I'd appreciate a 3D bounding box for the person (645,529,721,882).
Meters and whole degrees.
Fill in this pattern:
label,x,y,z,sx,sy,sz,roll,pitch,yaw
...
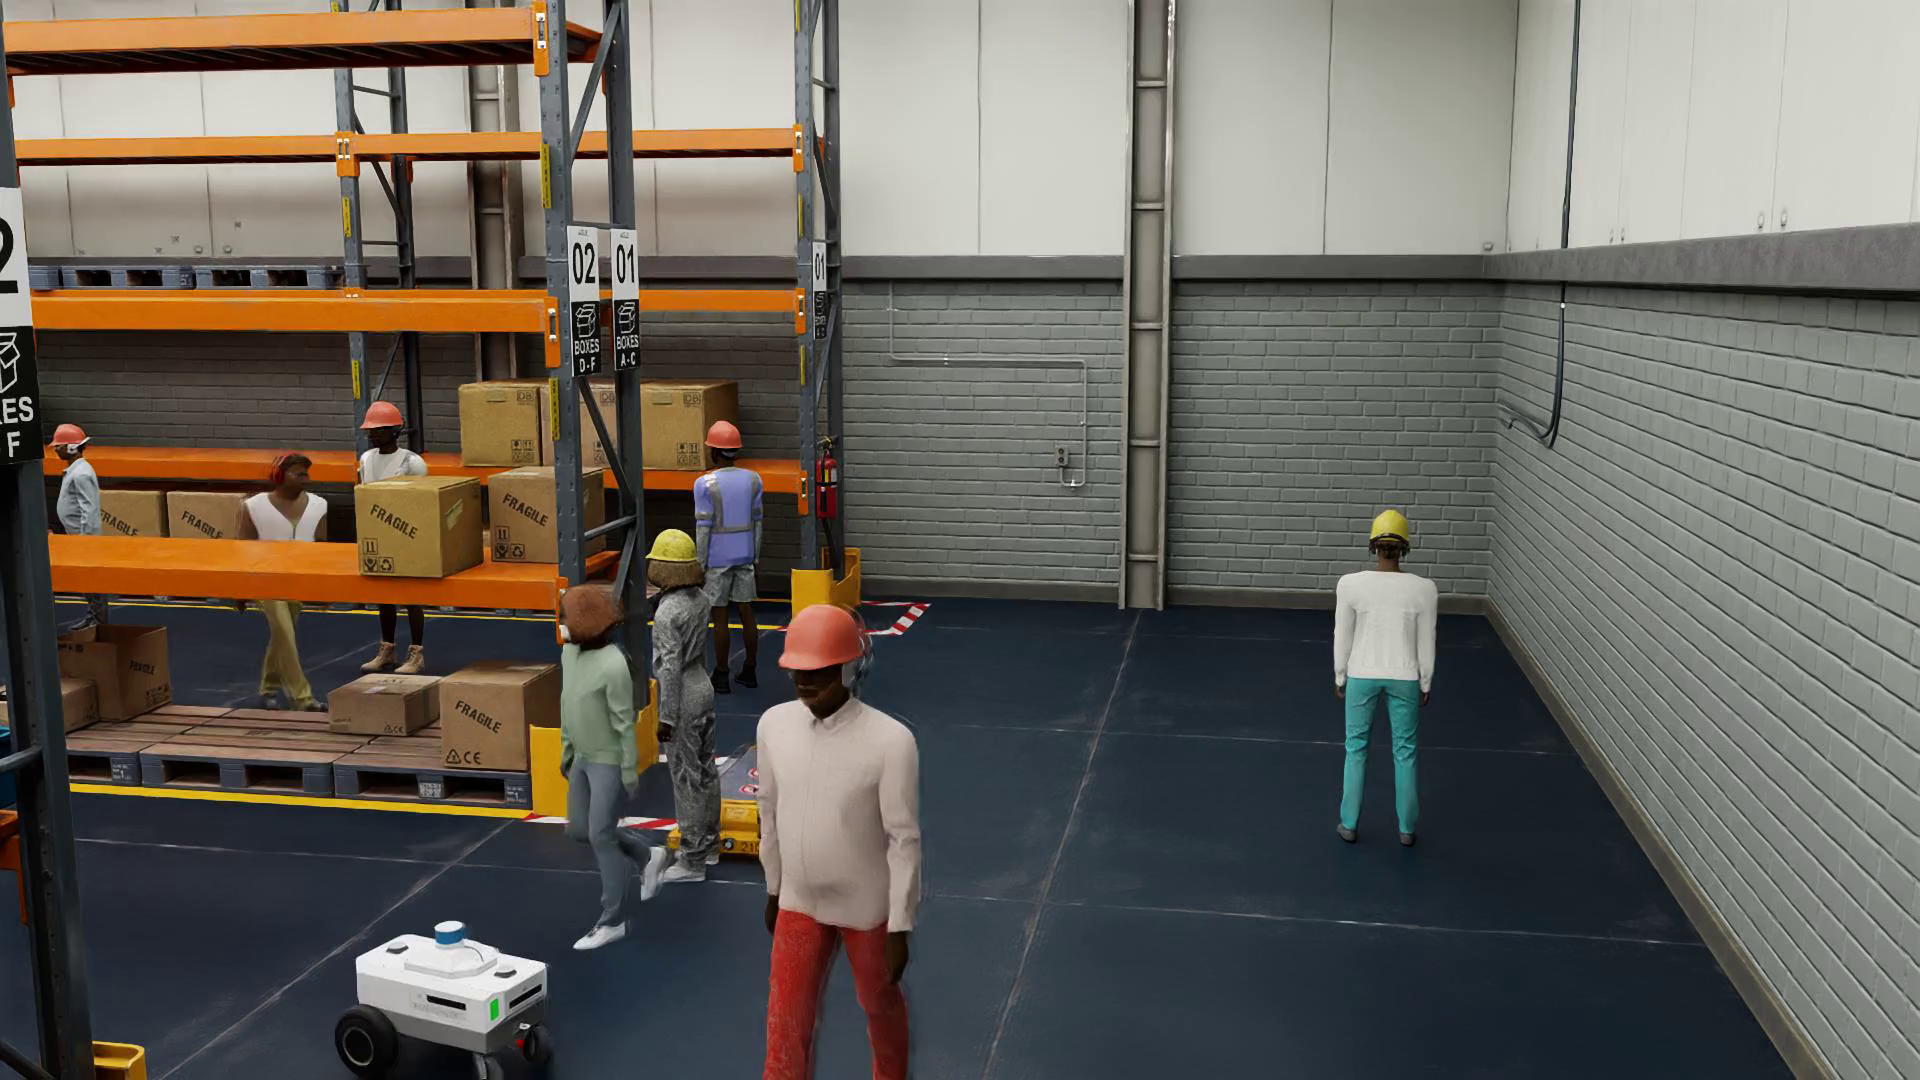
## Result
label,x,y,z,sx,sy,sz,roll,pitch,yaw
person,-1.377,0.810,8.180,0.310,1.744,0.486,2,9,14

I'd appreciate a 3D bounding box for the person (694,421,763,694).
label,x,y,z,sx,sy,sz,roll,pitch,yaw
person,-1.658,0.122,11.835,0.545,1.942,0.353,-8,12,-40

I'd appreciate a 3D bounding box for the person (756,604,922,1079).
label,x,y,z,sx,sy,sz,roll,pitch,yaw
person,-0.429,1.169,5.333,0.642,1.937,1.008,4,10,24

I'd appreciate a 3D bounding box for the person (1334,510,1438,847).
label,x,y,z,sx,sy,sz,roll,pitch,yaw
person,2.214,0.719,8.712,0.521,1.758,0.343,2,9,12

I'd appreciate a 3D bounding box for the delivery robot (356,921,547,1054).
label,x,y,z,sx,sy,sz,roll,pitch,yaw
delivery robot,-1.899,1.672,6.220,0.707,0.478,0.477,4,10,24

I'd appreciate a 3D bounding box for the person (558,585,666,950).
label,x,y,z,sx,sy,sz,roll,pitch,yaw
person,-1.560,0.985,7.473,0.519,1.614,0.517,-8,12,-40

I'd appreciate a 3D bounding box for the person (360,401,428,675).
label,x,y,z,sx,sy,sz,roll,pitch,yaw
person,-4.209,-0.003,12.291,0.605,2.045,0.379,4,10,24

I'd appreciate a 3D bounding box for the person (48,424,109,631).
label,x,y,z,sx,sy,sz,roll,pitch,yaw
person,-7.236,-0.078,13.657,0.342,1.749,0.569,-6,11,-31

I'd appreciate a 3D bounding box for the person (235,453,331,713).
label,x,y,z,sx,sy,sz,roll,pitch,yaw
person,-4.513,0.309,11.138,0.919,1.788,0.589,7,12,38
